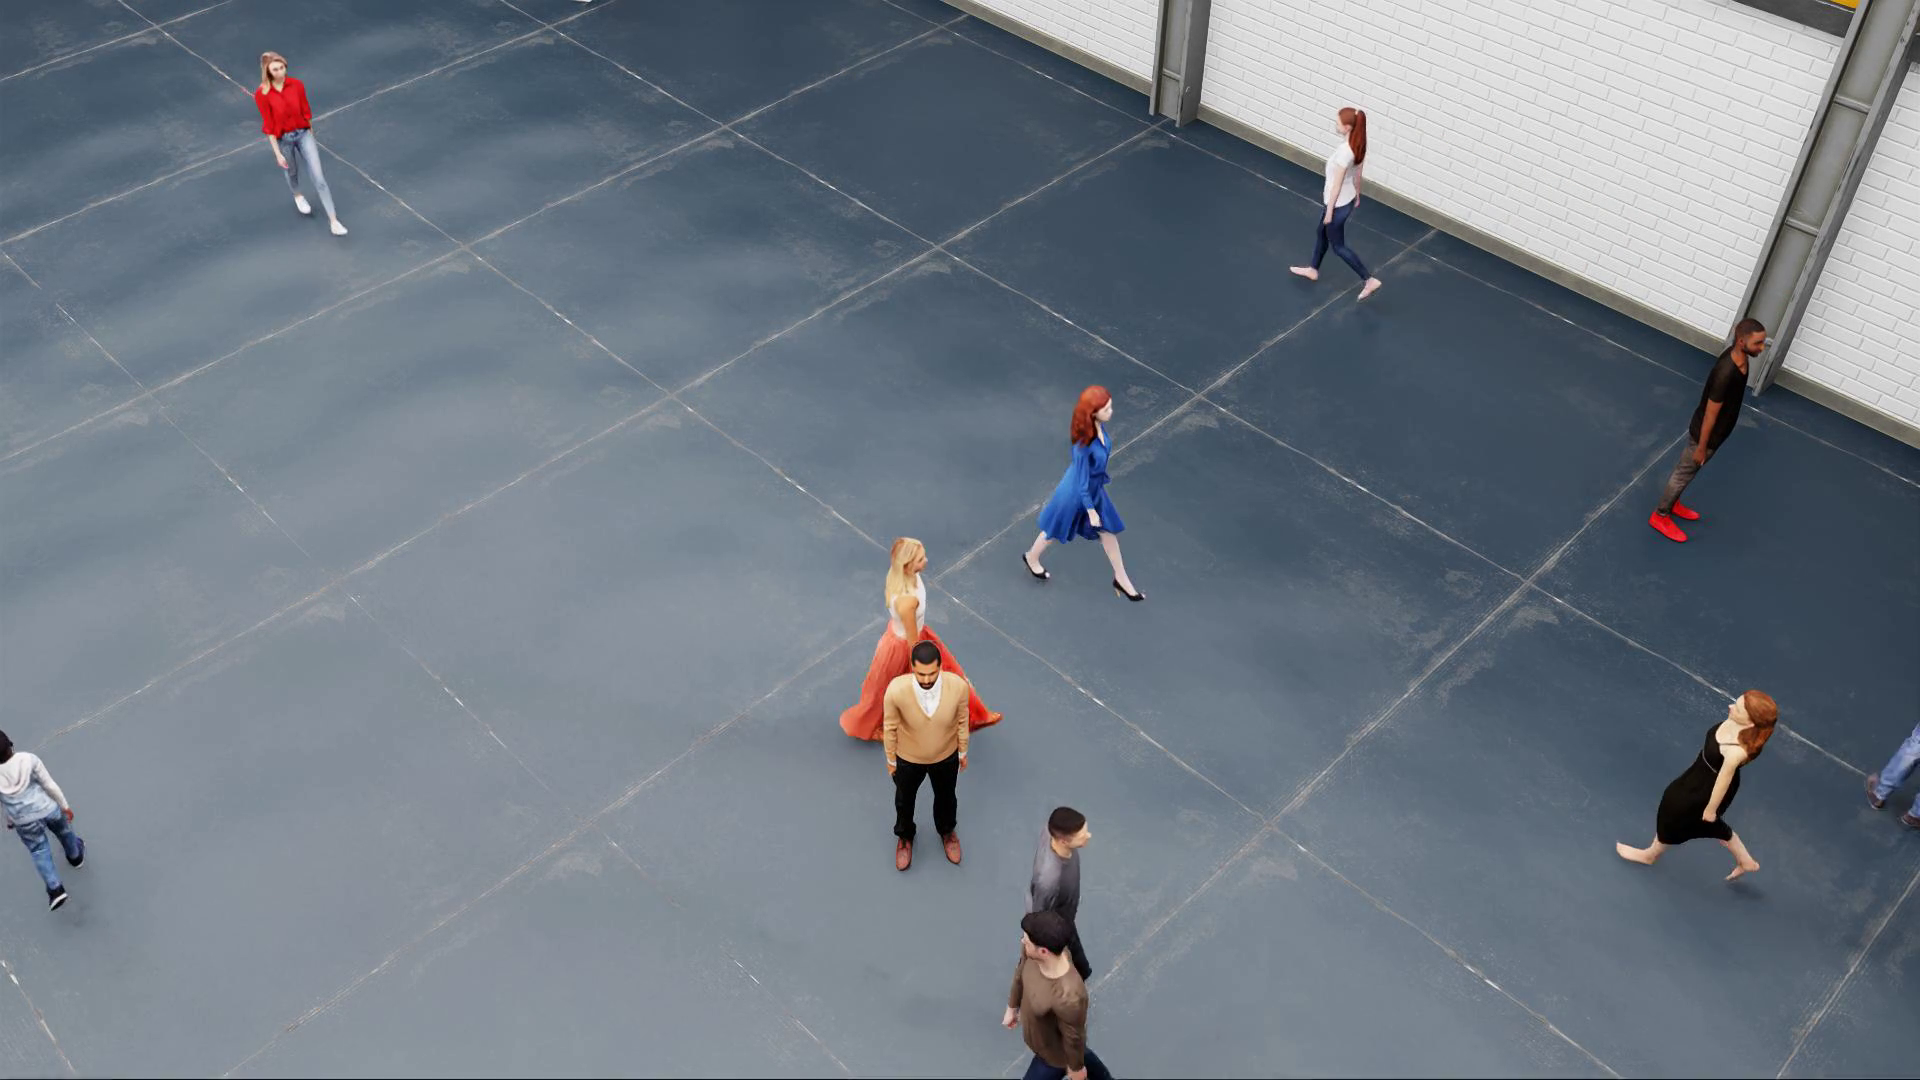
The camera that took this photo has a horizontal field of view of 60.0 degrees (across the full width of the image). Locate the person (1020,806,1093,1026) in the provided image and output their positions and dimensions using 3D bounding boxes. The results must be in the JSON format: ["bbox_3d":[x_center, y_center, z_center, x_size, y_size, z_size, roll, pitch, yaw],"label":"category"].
[{"bbox_3d":[0.405,1.972,8.810,0.811,1.747,0.757,3,44,3],"label":"person"}]

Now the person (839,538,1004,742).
[{"bbox_3d":[-0.434,0.672,10.174,1.311,1.748,1.167,4,44,4],"label":"person"}]

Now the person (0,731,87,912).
[{"bbox_3d":[-5.340,1.589,9.579,0.611,1.241,0.832,-25,49,-24],"label":"person"}]

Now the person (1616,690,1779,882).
[{"bbox_3d":[4.377,1.433,9.481,1.039,1.601,0.728,21,48,21],"label":"person"}]

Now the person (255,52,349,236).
[{"bbox_3d":[-5.908,-3.514,14.635,0.733,1.654,1.166,-28,50,-26],"label":"person"}]

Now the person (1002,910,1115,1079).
[{"bbox_3d":[0.541,2.421,8.277,1.070,1.832,1.210,-16,46,-17],"label":"person"}]

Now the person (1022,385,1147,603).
[{"bbox_3d":[0.728,-0.296,11.175,1.221,1.768,0.881,18,47,18],"label":"person"}]

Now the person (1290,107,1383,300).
[{"bbox_3d":[3.237,-2.748,13.794,1.124,1.704,0.730,25,49,24],"label":"person"}]

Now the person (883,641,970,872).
[{"bbox_3d":[-0.193,1.221,9.593,0.757,1.754,0.787,-6,44,-7],"label":"person"}]

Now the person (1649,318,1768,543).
[{"bbox_3d":[5.260,-0.803,11.681,0.582,1.803,0.681,25,49,24],"label":"person"}]
